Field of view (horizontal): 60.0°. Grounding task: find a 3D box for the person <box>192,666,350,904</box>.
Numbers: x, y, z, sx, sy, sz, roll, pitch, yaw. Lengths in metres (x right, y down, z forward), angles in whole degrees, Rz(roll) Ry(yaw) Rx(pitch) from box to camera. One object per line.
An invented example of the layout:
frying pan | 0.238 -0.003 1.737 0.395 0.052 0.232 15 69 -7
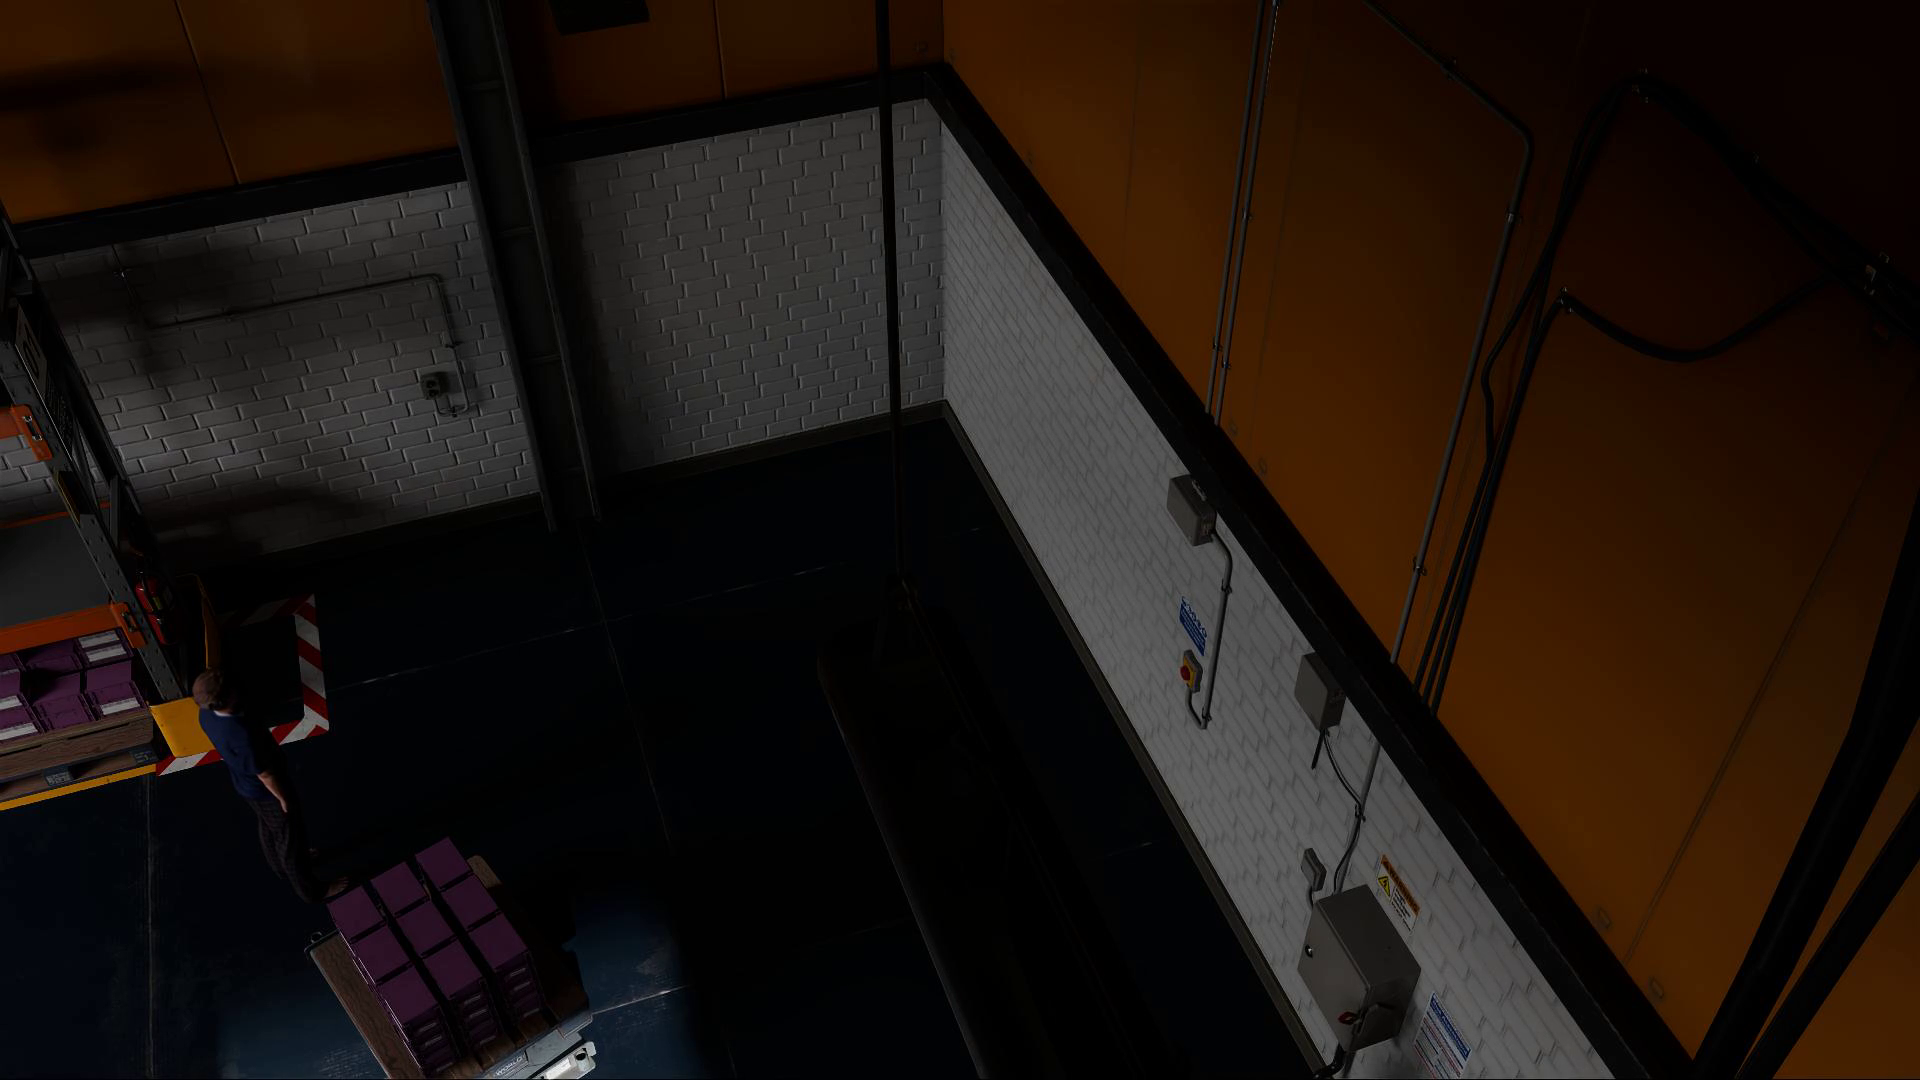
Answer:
person | -3.919 1.366 9.357 0.736 1.872 0.707 34 53 30
